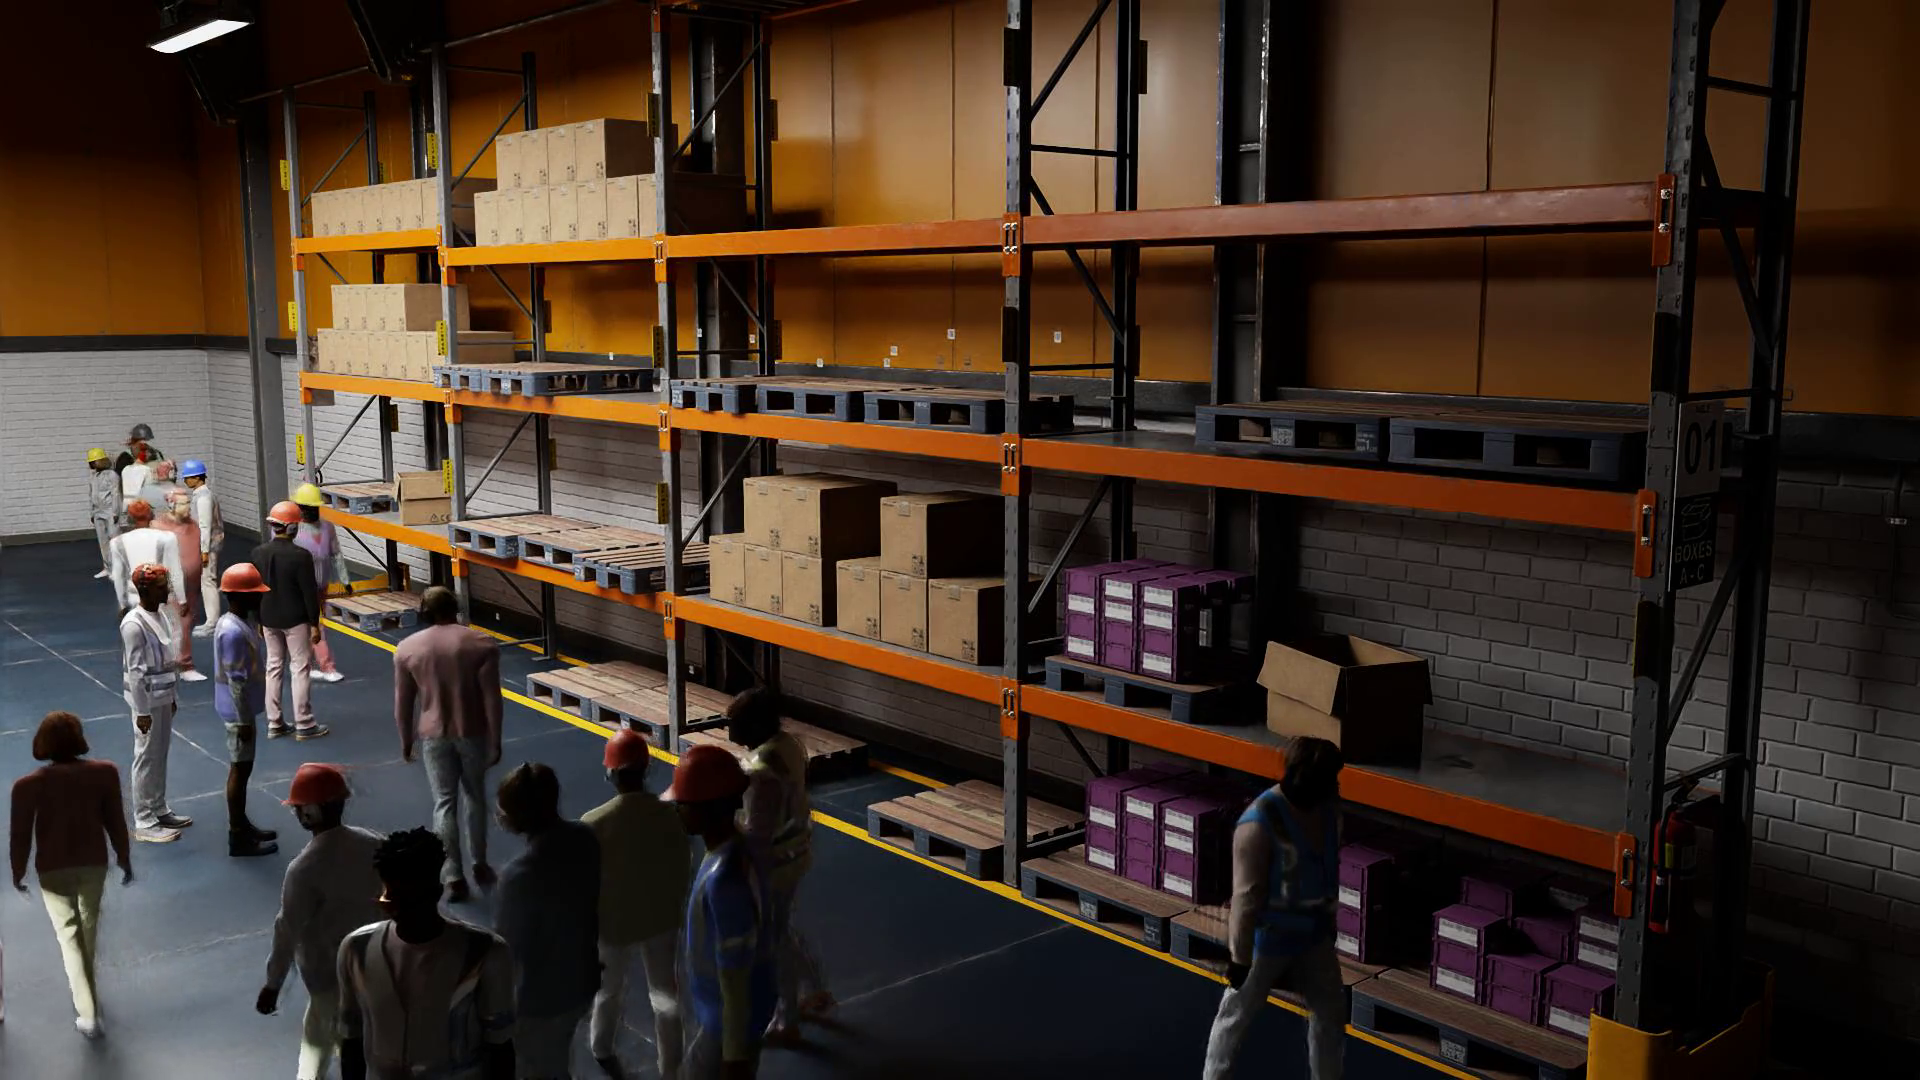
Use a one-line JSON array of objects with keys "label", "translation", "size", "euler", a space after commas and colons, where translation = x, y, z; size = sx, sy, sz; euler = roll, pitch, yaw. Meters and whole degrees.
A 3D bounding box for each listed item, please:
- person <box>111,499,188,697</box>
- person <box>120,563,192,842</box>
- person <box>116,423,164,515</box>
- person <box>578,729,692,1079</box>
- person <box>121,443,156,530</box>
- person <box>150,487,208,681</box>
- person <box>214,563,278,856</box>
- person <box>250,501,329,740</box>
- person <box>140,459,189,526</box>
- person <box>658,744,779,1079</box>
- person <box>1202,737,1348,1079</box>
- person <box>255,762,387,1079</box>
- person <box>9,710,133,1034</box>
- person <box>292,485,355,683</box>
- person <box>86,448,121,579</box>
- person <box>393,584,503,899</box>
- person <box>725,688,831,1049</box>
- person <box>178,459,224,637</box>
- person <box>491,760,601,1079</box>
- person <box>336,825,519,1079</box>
[{"label": "person", "translation": [-7.351, 0.544, 15.141], "size": [0.611, 1.871, 0.481], "euler": [-1, 8, -10]}, {"label": "person", "translation": [-5.479, 1.092, 11.299], "size": [0.337, 1.882, 0.583], "euler": [-1, 8, -8]}, {"label": "person", "translation": [-11.068, -0.600, 22.517], "size": [0.763, 2.000, 0.689], "euler": [4, 9, 25]}, {"label": "person", "translation": [-1.489, 1.712, 7.643], "size": [0.569, 1.699, 0.919], "euler": [-4, 9, -26]}, {"label": "person", "translation": [-10.455, -0.319, 21.249], "size": [0.613, 1.841, 0.389], "euler": [5, 9, 29]}, {"label": "person", "translation": [-7.623, 0.417, 16.037], "size": [0.769, 1.883, 0.657], "euler": [2, 8, 13]}, {"label": "person", "translation": [-4.717, 1.108, 11.004], "size": [0.373, 1.934, 0.551], "euler": [-3, 9, -22]}, {"label": "person", "translation": [-5.590, 0.669, 13.855], "size": [0.623, 1.992, 0.396], "euler": [2, 9, 17]}, {"label": "person", "translation": [-8.910, 0.026, 18.708], "size": [0.654, 1.883, 0.719], "euler": [3, 9, 19]}, {"label": "person", "translation": [-0.887, 1.754, 6.207], "size": [0.441, 2.026, 0.623], "euler": [0, 8, -1]}, {"label": "person", "translation": [1.443, 1.722, 7.217], "size": [0.714, 1.793, 0.814], "euler": [-7, 11, -42]}, {"label": "person", "translation": [-2.661, 1.800, 7.090], "size": [0.884, 1.728, 0.568], "euler": [1, 8, 8]}, {"label": "person", "translation": [-4.529, 1.646, 8.453], "size": [0.509, 1.584, 0.860], "euler": [-8, 11, -44]}, {"label": "person", "translation": [-6.096, 0.426, 15.878], "size": [0.840, 1.894, 0.596], "euler": [4, 9, 27]}, {"label": "person", "translation": [-11.257, -0.349, 21.855], "size": [0.486, 1.729, 0.321], "euler": [3, 9, 20]}, {"label": "person", "translation": [-3.160, 1.227, 10.304], "size": [0.646, 1.893, 0.732], "euler": [-2, 9, -16]}, {"label": "person", "translation": [-0.913, 1.596, 8.058], "size": [0.486, 1.818, 0.669], "euler": [0, 8, 1]}, {"label": "person", "translation": [-8.254, 0.083, 18.144], "size": [0.420, 1.933, 0.623], "euler": [-4, 9, -26]}, {"label": "person", "translation": [-1.647, 1.773, 6.447], "size": [0.516, 1.923, 0.643], "euler": [2, 8, 11]}, {"label": "person", "translation": [-1.760, 1.890, 5.498], "size": [0.603, 1.957, 0.370], "euler": [1, 8, 4]}]
